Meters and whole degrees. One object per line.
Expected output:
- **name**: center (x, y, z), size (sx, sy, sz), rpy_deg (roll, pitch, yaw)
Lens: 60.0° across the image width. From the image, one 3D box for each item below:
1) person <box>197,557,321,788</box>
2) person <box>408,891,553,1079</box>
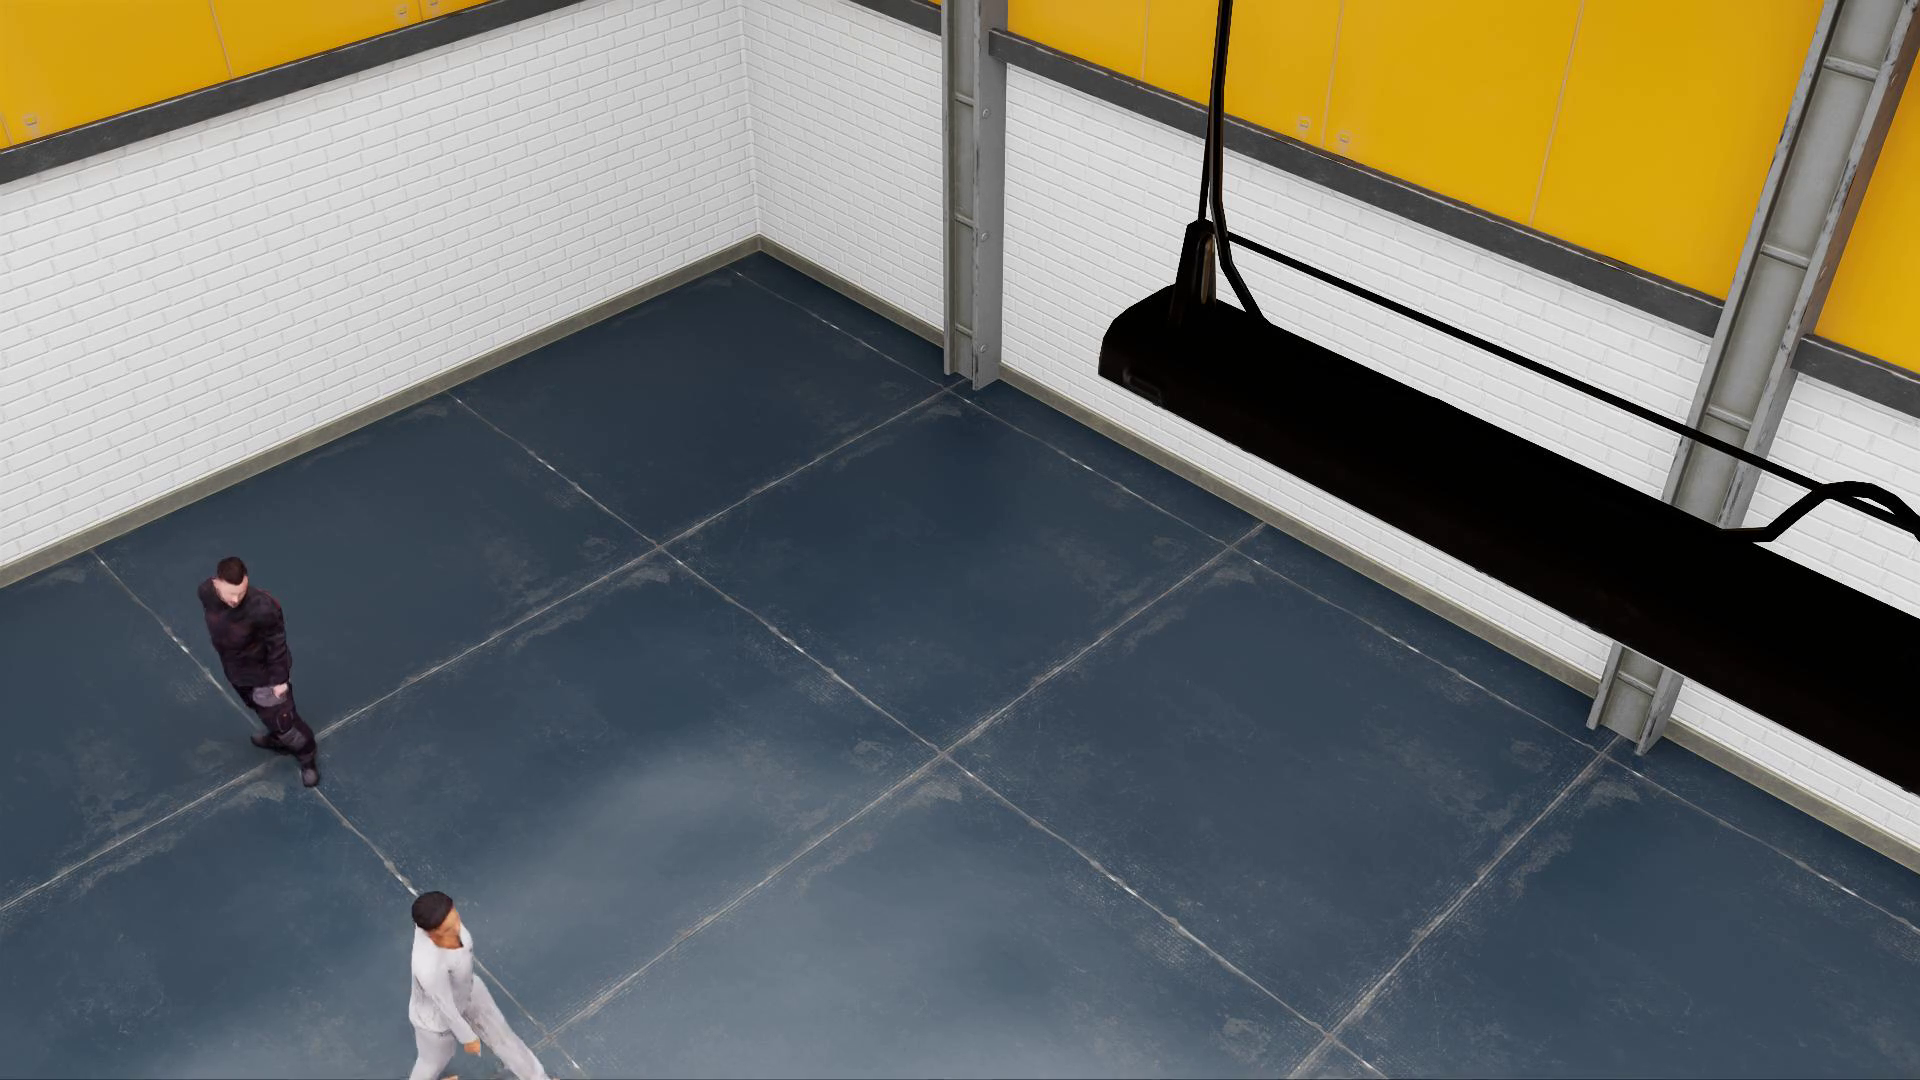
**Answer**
- **person**: center (-4.281, 0.708, 10.070), size (0.696, 1.820, 0.998), rpy_deg (27, 46, 29)
- **person**: center (-2.617, 2.283, 8.212), size (1.219, 1.677, 1.160), rpy_deg (-3, 39, -3)
